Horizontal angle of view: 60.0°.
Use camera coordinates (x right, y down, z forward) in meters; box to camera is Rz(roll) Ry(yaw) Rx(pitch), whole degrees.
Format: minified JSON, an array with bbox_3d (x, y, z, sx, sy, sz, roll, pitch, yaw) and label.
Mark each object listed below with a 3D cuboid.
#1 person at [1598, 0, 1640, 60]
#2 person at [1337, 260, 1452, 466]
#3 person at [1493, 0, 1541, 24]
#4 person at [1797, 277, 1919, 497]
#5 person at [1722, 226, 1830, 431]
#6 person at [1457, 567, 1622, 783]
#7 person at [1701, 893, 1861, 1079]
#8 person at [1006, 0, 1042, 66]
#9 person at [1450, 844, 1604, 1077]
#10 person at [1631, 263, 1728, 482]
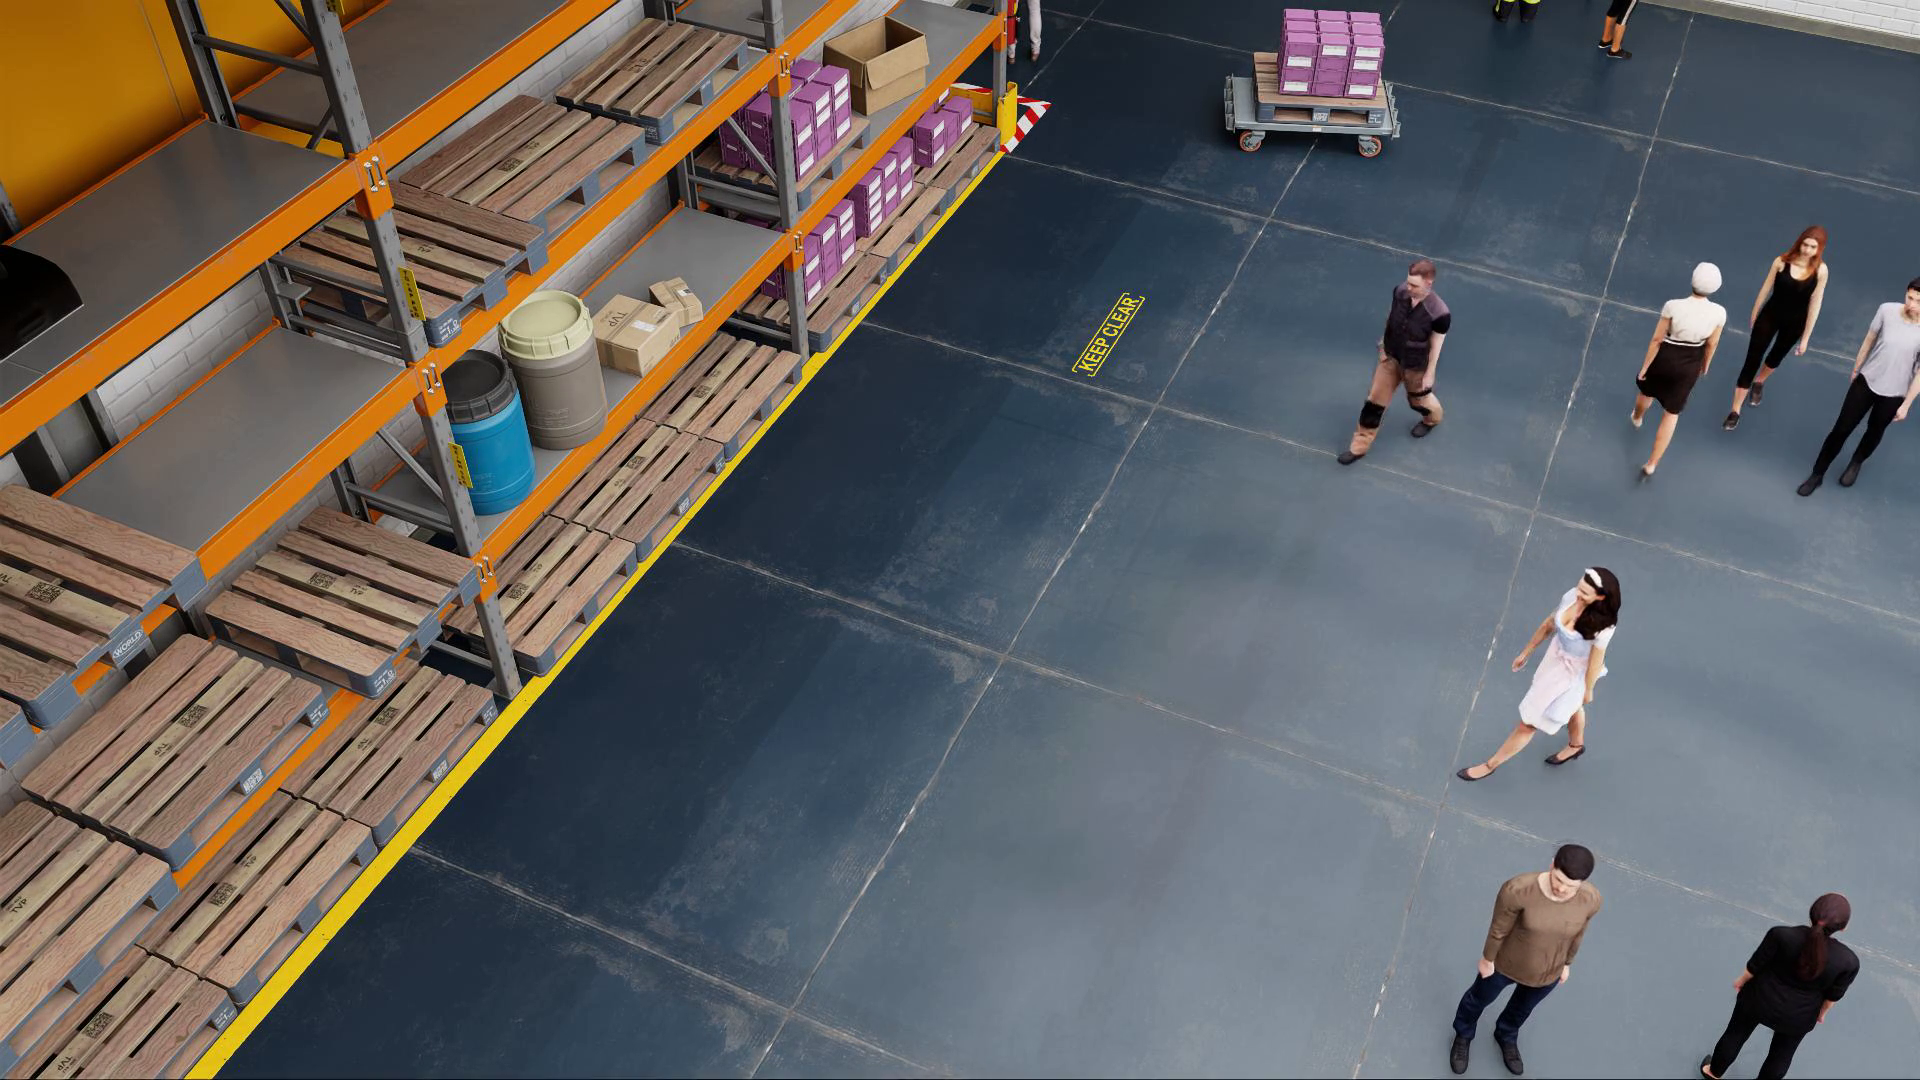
[{"bbox_3d":[6.918,-5.809,17.094,0.725,1.669,0.626,-5,44,-5],"label":"person"},{"bbox_3d":[3.407,-1.365,12.346,1.341,1.784,1.077,-29,51,-27],"label":"person"},{"bbox_3d":[6.053,-6.450,17.539,0.847,1.983,0.780,4,44,4],"label":"person"},{"bbox_3d":[6.751,-1.148,12.079,0.855,1.838,1.030,33,53,30],"label":"person"},{"bbox_3d":[6.325,-1.703,12.767,0.624,1.692,1.073,19,47,19],"label":"person"},{"bbox_3d":[3.754,0.810,10.071,1.119,1.772,1.160,-6,44,-7],"label":"person"},{"bbox_3d":[4.199,2.365,8.521,0.607,1.660,0.549,21,47,20],"label":"person"},{"bbox_3d":[0.627,-5.779,16.900,0.754,1.892,0.771,-7,44,-7],"label":"person"},{"bbox_3d":[2.926,2.145,8.587,0.725,1.886,0.696,2,44,2],"label":"person"},{"bbox_3d":[5.244,-1.190,12.221,0.781,1.703,1.138,11,45,11],"label":"person"}]
